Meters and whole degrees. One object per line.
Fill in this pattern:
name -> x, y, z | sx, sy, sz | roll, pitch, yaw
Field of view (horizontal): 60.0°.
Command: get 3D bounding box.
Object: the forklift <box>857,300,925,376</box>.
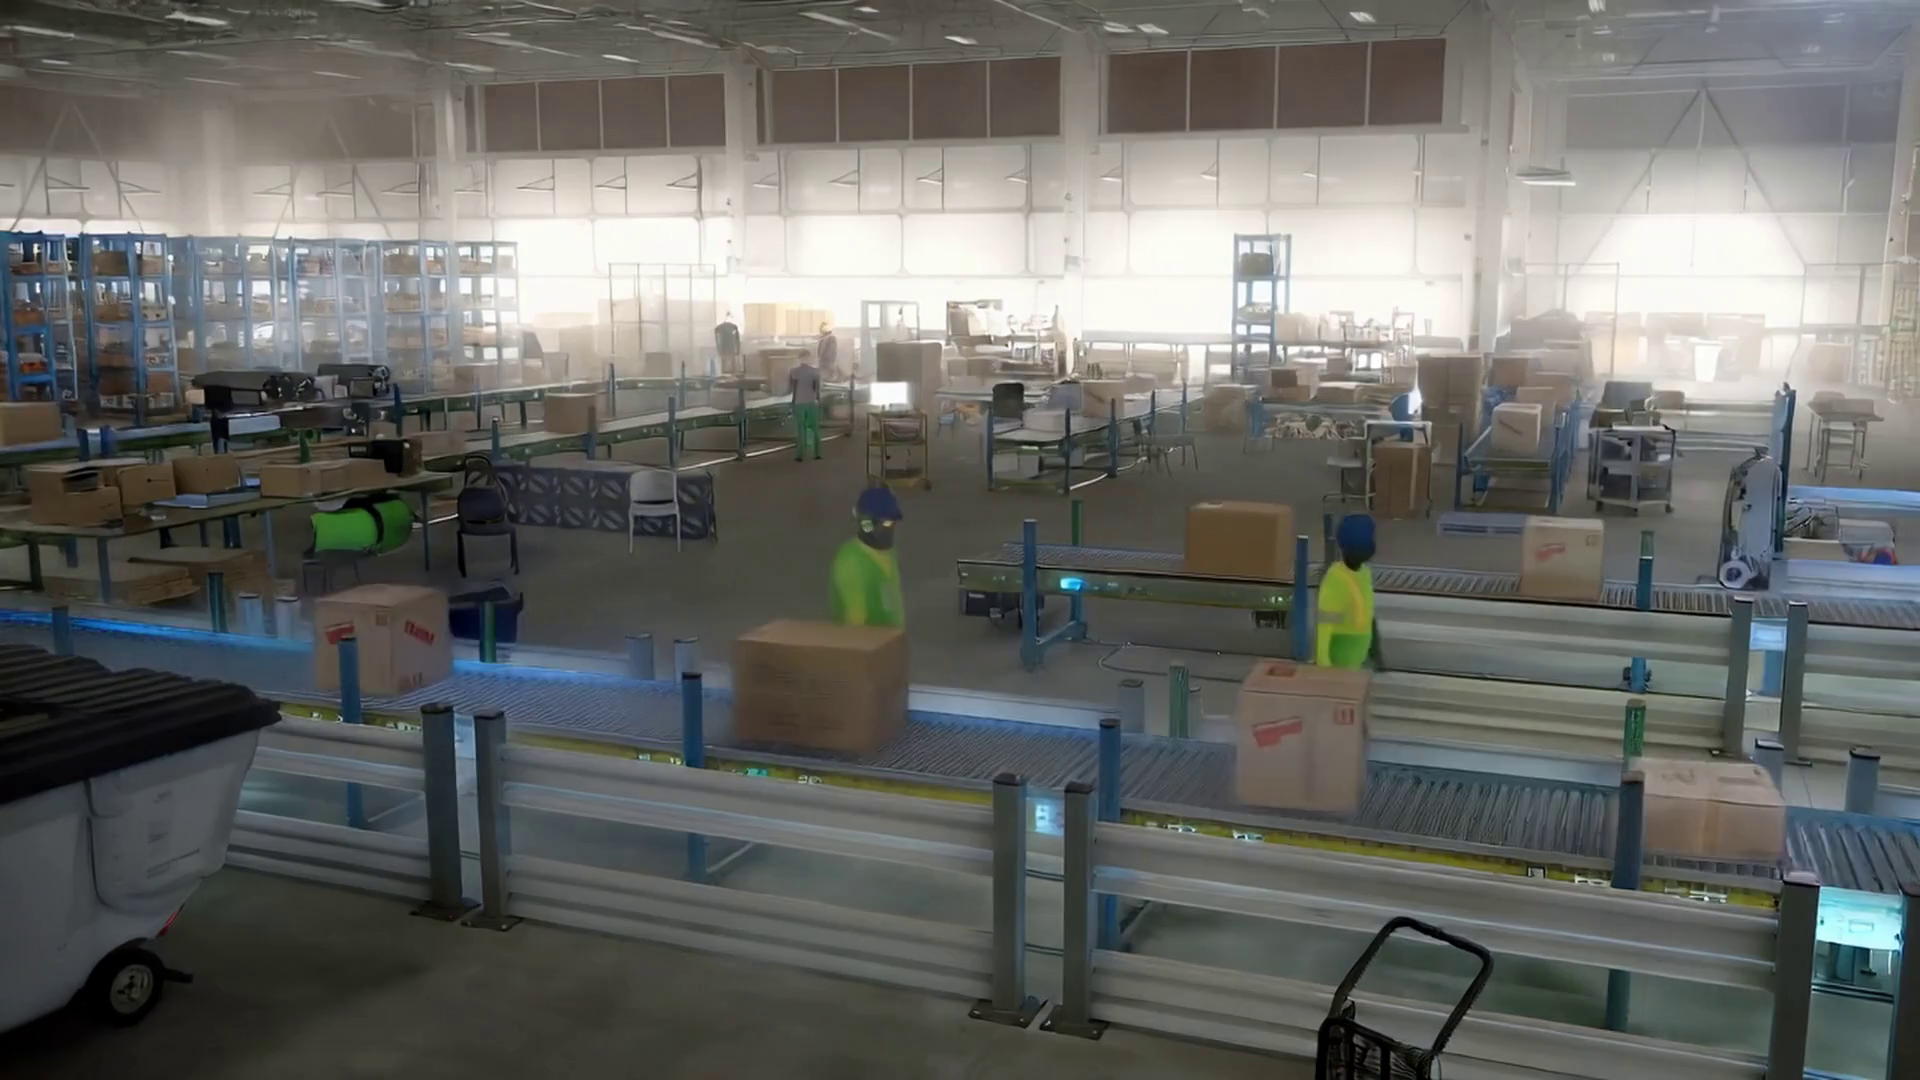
forklift -> -1.732, -5.109, 42.468 | 1.157, 1.987, 2.680 | 4, 10, 22

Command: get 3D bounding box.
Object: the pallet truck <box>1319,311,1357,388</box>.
pallet truck -> 9.071, -4.419, 39.190 | 0.823, 1.965, 1.885 | 5, 10, 26

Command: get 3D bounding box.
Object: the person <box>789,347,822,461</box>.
person -> -2.415, -2.120, 25.968 | 0.533, 1.765, 0.329 | -3, 10, -20

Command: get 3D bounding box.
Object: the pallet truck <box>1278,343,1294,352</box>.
pallet truck -> 7.886, -4.163, 39.743 | 0.653, 1.274, 1.630 | 4, 10, 22

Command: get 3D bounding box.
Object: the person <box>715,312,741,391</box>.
person -> -5.568, -4.532, 40.151 | 0.643, 1.909, 0.411 | 3, 10, 19

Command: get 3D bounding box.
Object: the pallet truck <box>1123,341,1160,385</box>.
pallet truck -> 4.445, -4.380, 41.279 | 0.680, 1.201, 1.601 | 4, 10, 22

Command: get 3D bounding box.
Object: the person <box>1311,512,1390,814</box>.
person -> 2.230, 0.675, 9.304 | 0.694, 1.668, 0.549 | 5, 10, 26

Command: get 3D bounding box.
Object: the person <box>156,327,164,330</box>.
person -> -17.923, -4.024, 37.318 | 0.569, 1.831, 0.411 | -4, 10, -22

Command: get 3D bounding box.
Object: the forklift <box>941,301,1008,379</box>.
forklift -> 0.365, -4.966, 41.571 | 1.157, 1.987, 2.680 | 3, 10, 20

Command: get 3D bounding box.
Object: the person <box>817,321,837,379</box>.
person -> -2.933, -3.920, 36.698 | 0.523, 1.819, 0.614 | -7, 11, -35

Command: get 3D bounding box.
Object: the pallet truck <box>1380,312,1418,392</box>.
pallet truck -> 10.207, -4.283, 38.369 | 0.823, 1.965, 1.885 | 3, 10, 20

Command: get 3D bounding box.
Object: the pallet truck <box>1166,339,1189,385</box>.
pallet truck -> 5.418, -4.269, 40.420 | 0.704, 1.261, 1.522 | 3, 10, 20

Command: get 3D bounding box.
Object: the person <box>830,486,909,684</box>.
person -> -0.462, 0.598, 9.387 | 0.664, 1.804, 0.608 | 5, 11, 28
